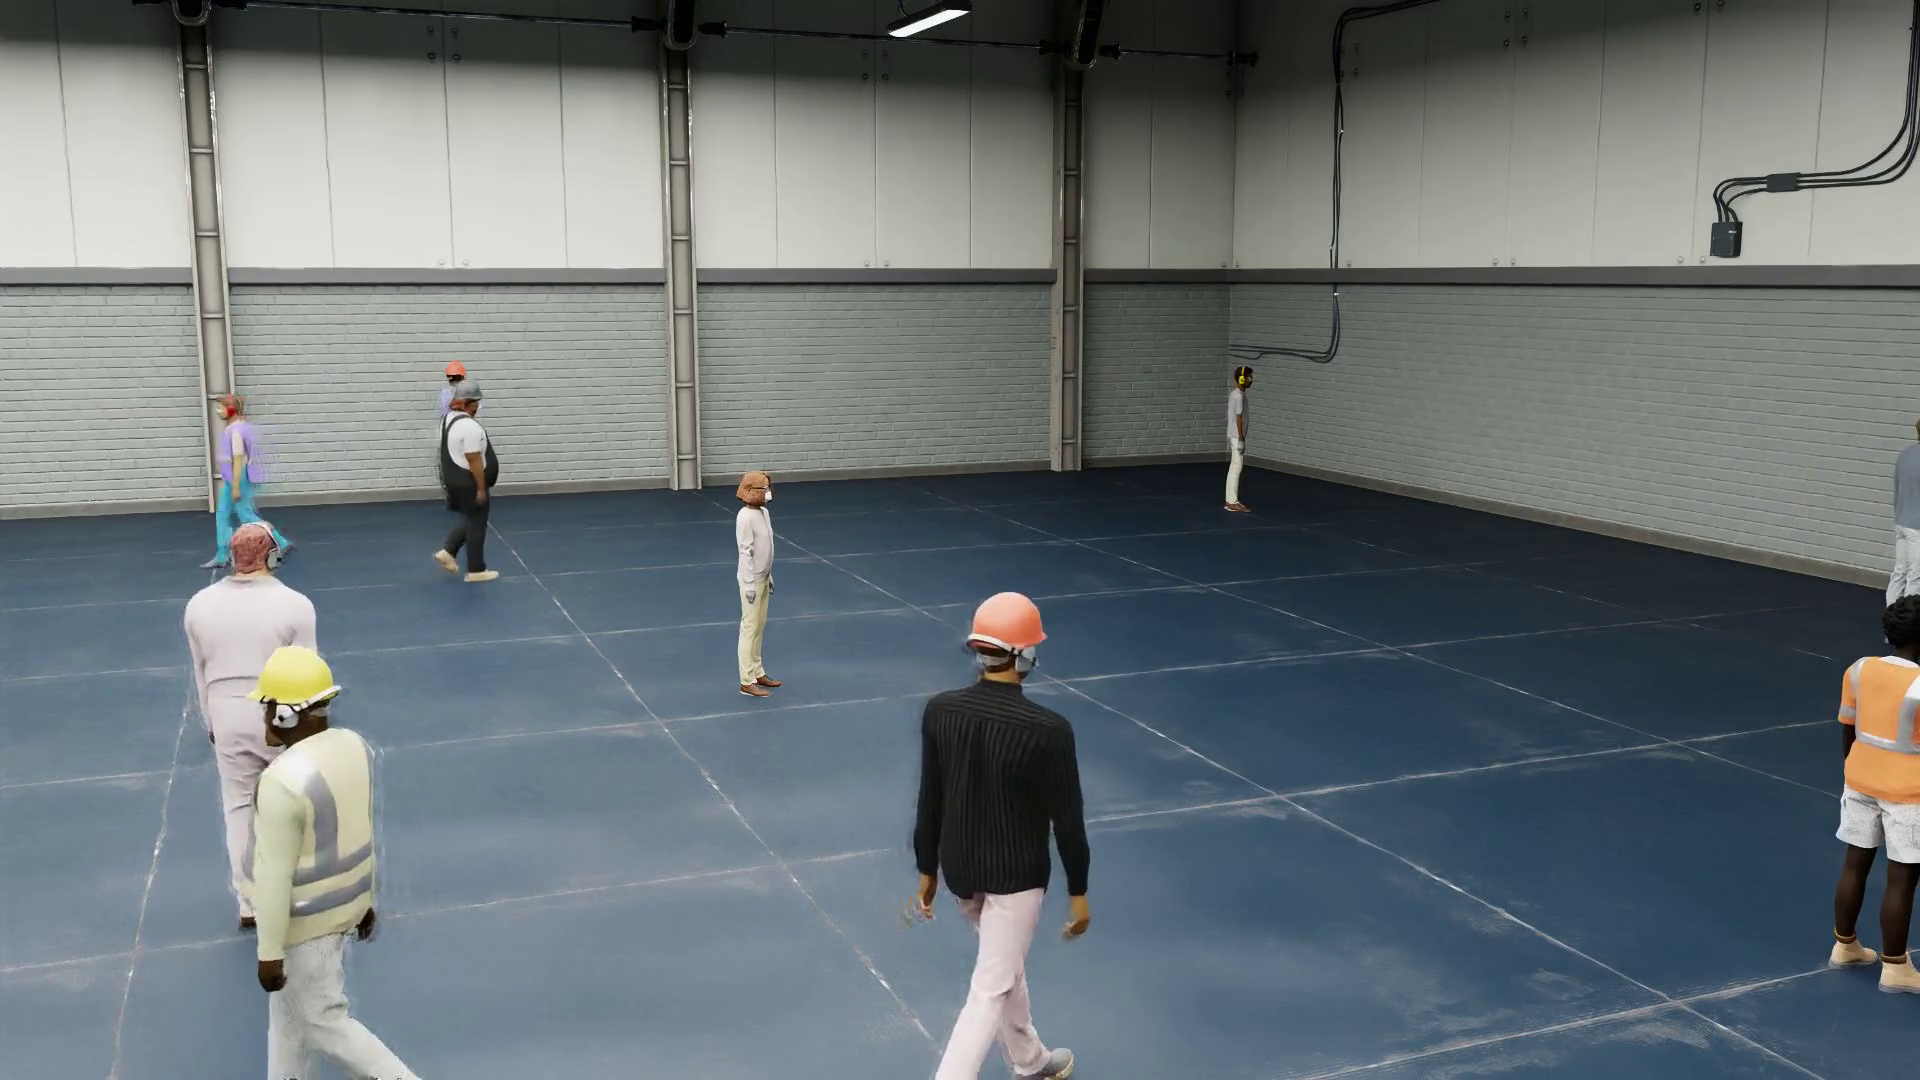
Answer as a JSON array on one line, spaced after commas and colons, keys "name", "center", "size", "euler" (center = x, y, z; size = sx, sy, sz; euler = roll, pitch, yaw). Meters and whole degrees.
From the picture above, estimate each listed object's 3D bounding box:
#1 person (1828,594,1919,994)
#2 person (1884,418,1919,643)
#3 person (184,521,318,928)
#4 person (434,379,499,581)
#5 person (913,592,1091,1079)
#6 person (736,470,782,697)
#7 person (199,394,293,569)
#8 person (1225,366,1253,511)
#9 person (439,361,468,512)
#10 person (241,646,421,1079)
[{"name": "person", "center": [3.986, 1.065, 7.097], "size": [0.318, 1.698, 0.539], "euler": [-3, 9, -17]}, {"name": "person", "center": [7.789, -0.073, 13.493], "size": [0.372, 1.941, 0.627], "euler": [1, 9, 4]}, {"name": "person", "center": [-3.264, 0.856, 7.809], "size": [0.644, 1.890, 0.511], "euler": [0, 9, 2]}, {"name": "person", "center": [-4.847, -0.600, 16.482], "size": [0.560, 2.000, 0.696], "euler": [-7, 11, -37]}, {"name": "person", "center": [0.120, 1.153, 5.783], "size": [0.639, 1.955, 1.019], "euler": [7, 11, 37]}, {"name": "person", "center": [-1.470, 0.306, 12.067], "size": [0.285, 1.633, 0.500], "euler": [2, 9, 10]}, {"name": "person", "center": [-7.445, -0.609, 17.252], "size": [0.859, 1.815, 0.579], "euler": [-5, 10, -30]}, {"name": "person", "center": [3.605, -1.306, 21.467], "size": [0.310, 1.864, 0.534], "euler": [0, 9, 2]}, {"name": "person", "center": [-6.442, -1.325, 21.350], "size": [0.545, 1.942, 0.349], "euler": [8, 12, 40]}, {"name": "person", "center": [-2.145, 1.246, 5.645], "size": [0.848, 1.801, 0.597], "euler": [1, 9, 4]}]
